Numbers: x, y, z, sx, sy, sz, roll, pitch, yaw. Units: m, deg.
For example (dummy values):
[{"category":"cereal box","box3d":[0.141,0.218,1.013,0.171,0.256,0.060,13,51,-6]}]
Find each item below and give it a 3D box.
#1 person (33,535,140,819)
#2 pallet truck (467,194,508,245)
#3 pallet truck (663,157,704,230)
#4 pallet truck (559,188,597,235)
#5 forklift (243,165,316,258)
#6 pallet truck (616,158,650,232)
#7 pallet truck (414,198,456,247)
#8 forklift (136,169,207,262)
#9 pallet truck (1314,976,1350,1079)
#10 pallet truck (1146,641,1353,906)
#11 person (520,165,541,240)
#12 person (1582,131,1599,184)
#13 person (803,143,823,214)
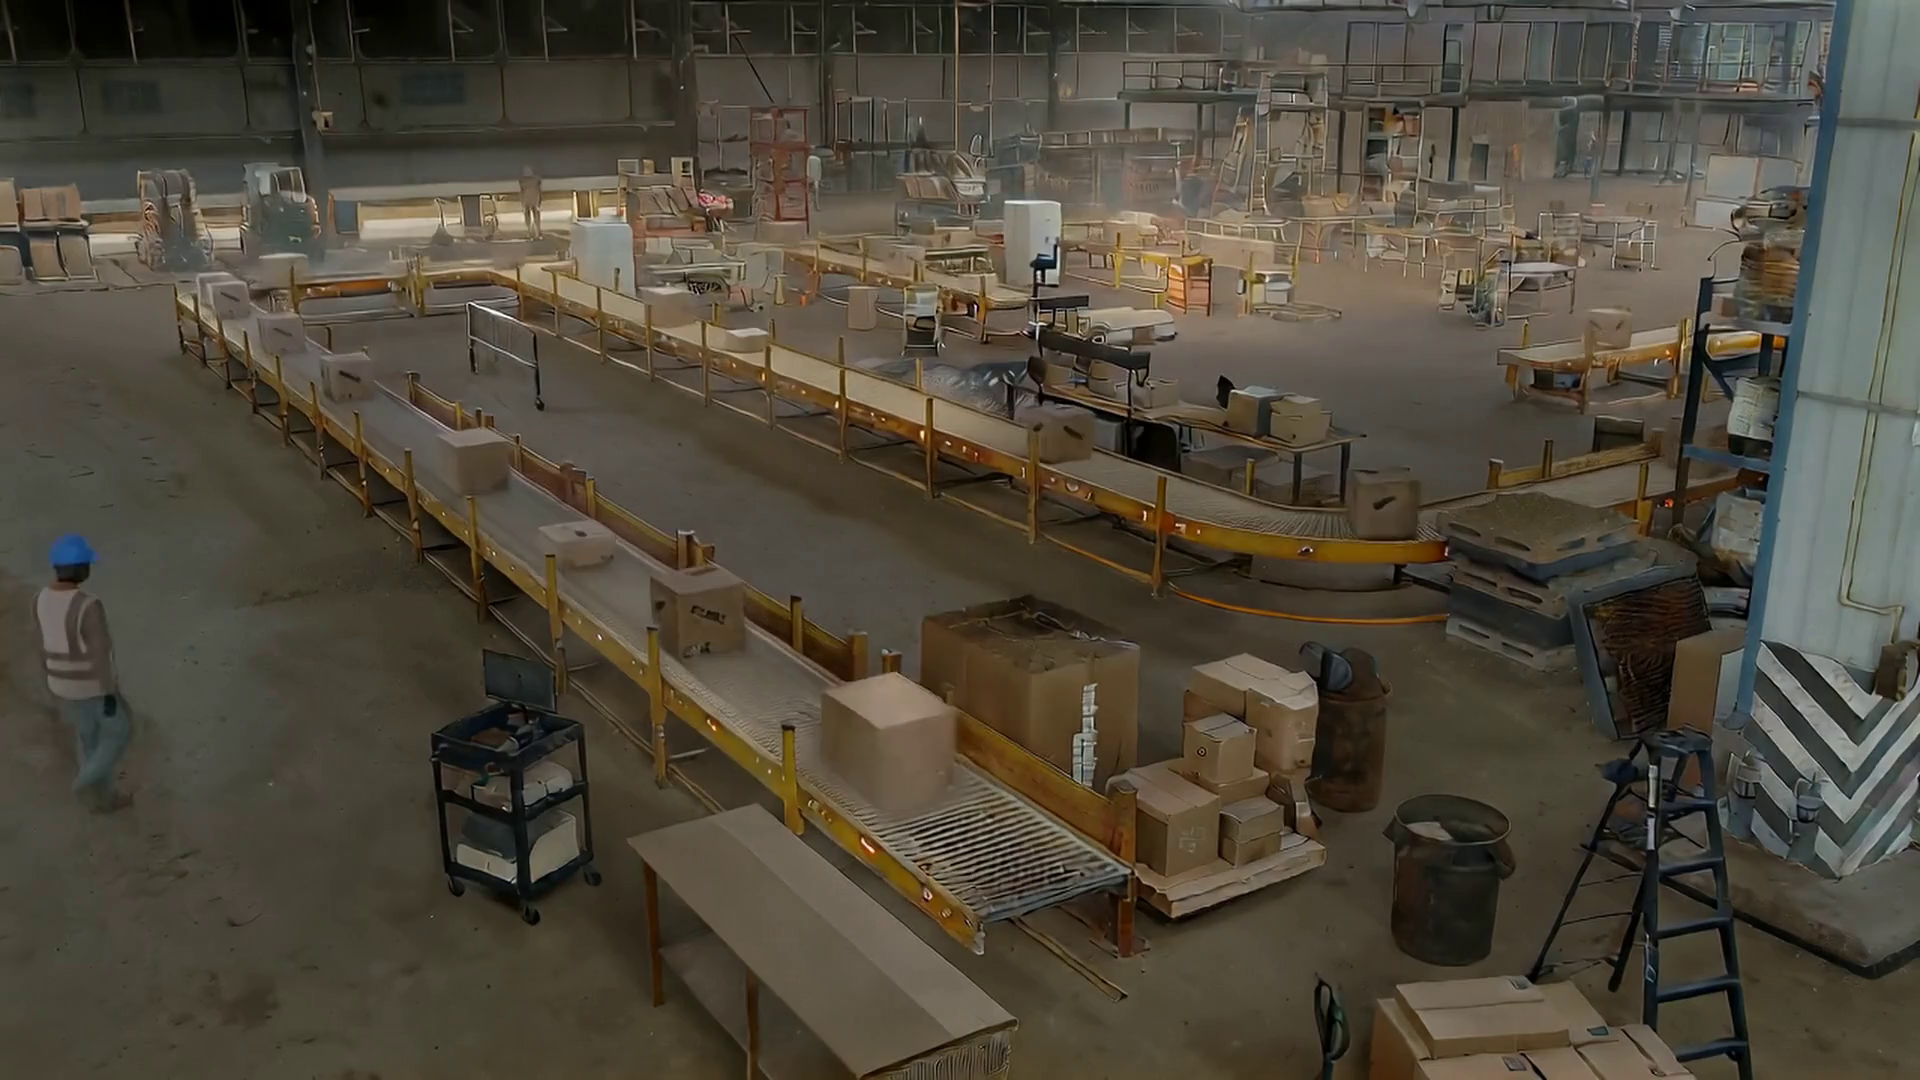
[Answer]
[{"category":"person","box3d":[-5.694,0.916,10.775,0.629,1.933,0.495,9,19,27]},{"category":"pallet truck","box3d":[-11.983,-8.177,42.137,0.704,1.261,1.522,-11,20,-33]},{"category":"pallet truck","box3d":[-7.586,-9.308,44.692,0.823,1.965,1.885,-11,20,-33]},{"category":"pallet truck","box3d":[-10.010,-8.652,43.699,0.653,1.274,1.630,-10,20,-31]},{"category":"forklift","box3d":[-15.898,-7.669,38.708,1.157,1.987,2.680,-11,20,-33]},{"category":"pallet truck","box3d":[-8.918,-9.176,44.255,0.823,1.965,1.885,-9,19,-27]},{"category":"pallet truck","box3d":[-13.250,-8.060,41.856,0.680,1.201,1.601,-10,20,-31]},{"category":"forklift","box3d":[-17.842,-7.318,37.559,1.157,1.987,2.680,-10,20,-31]},{"category":"pallet truck","box3d":[2.299,2.390,7.086,1.601,1.201,0.680,-2,17,-7]},{"category":"pallet truck","box3d":[1.664,1.407,10.232,1.630,1.274,0.653,-10,20,-31]},{"category":"person","box3d":[-11.045,-8.671,42.730,0.410,1.909,0.642,12,20,34]},{"category":"person","box3d":[22.576,-13.647,59.365,0.795,1.855,0.613,-11,20,-33]},{"category":"person","box3d":[-4.345,-10.668,49.142,0.608,2.044,0.371,-4,17,-14]}]
